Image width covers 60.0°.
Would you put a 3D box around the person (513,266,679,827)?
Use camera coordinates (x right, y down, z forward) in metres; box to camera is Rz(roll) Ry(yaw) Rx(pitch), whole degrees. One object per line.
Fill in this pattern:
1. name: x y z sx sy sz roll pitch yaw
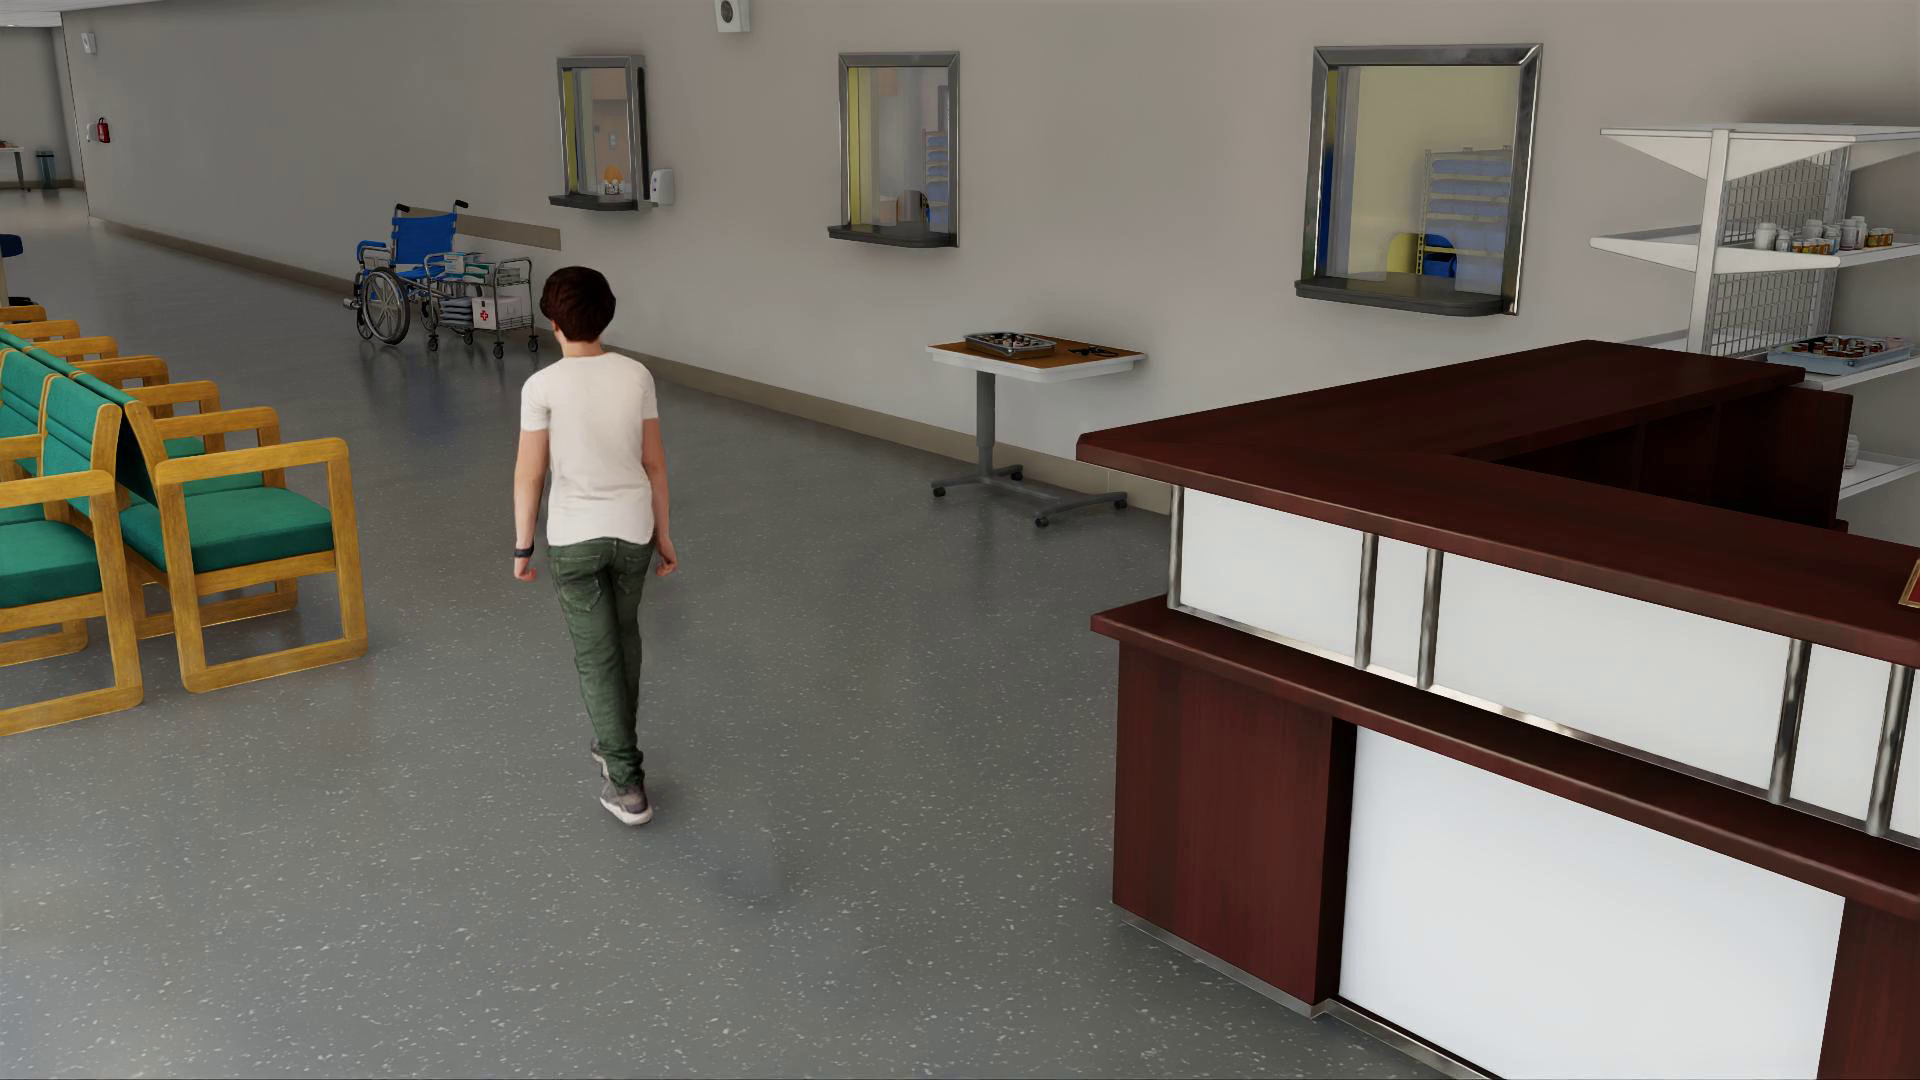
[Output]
1. person: -1.019 0.044 4.844 0.760 1.642 0.719 -10 19 -31
